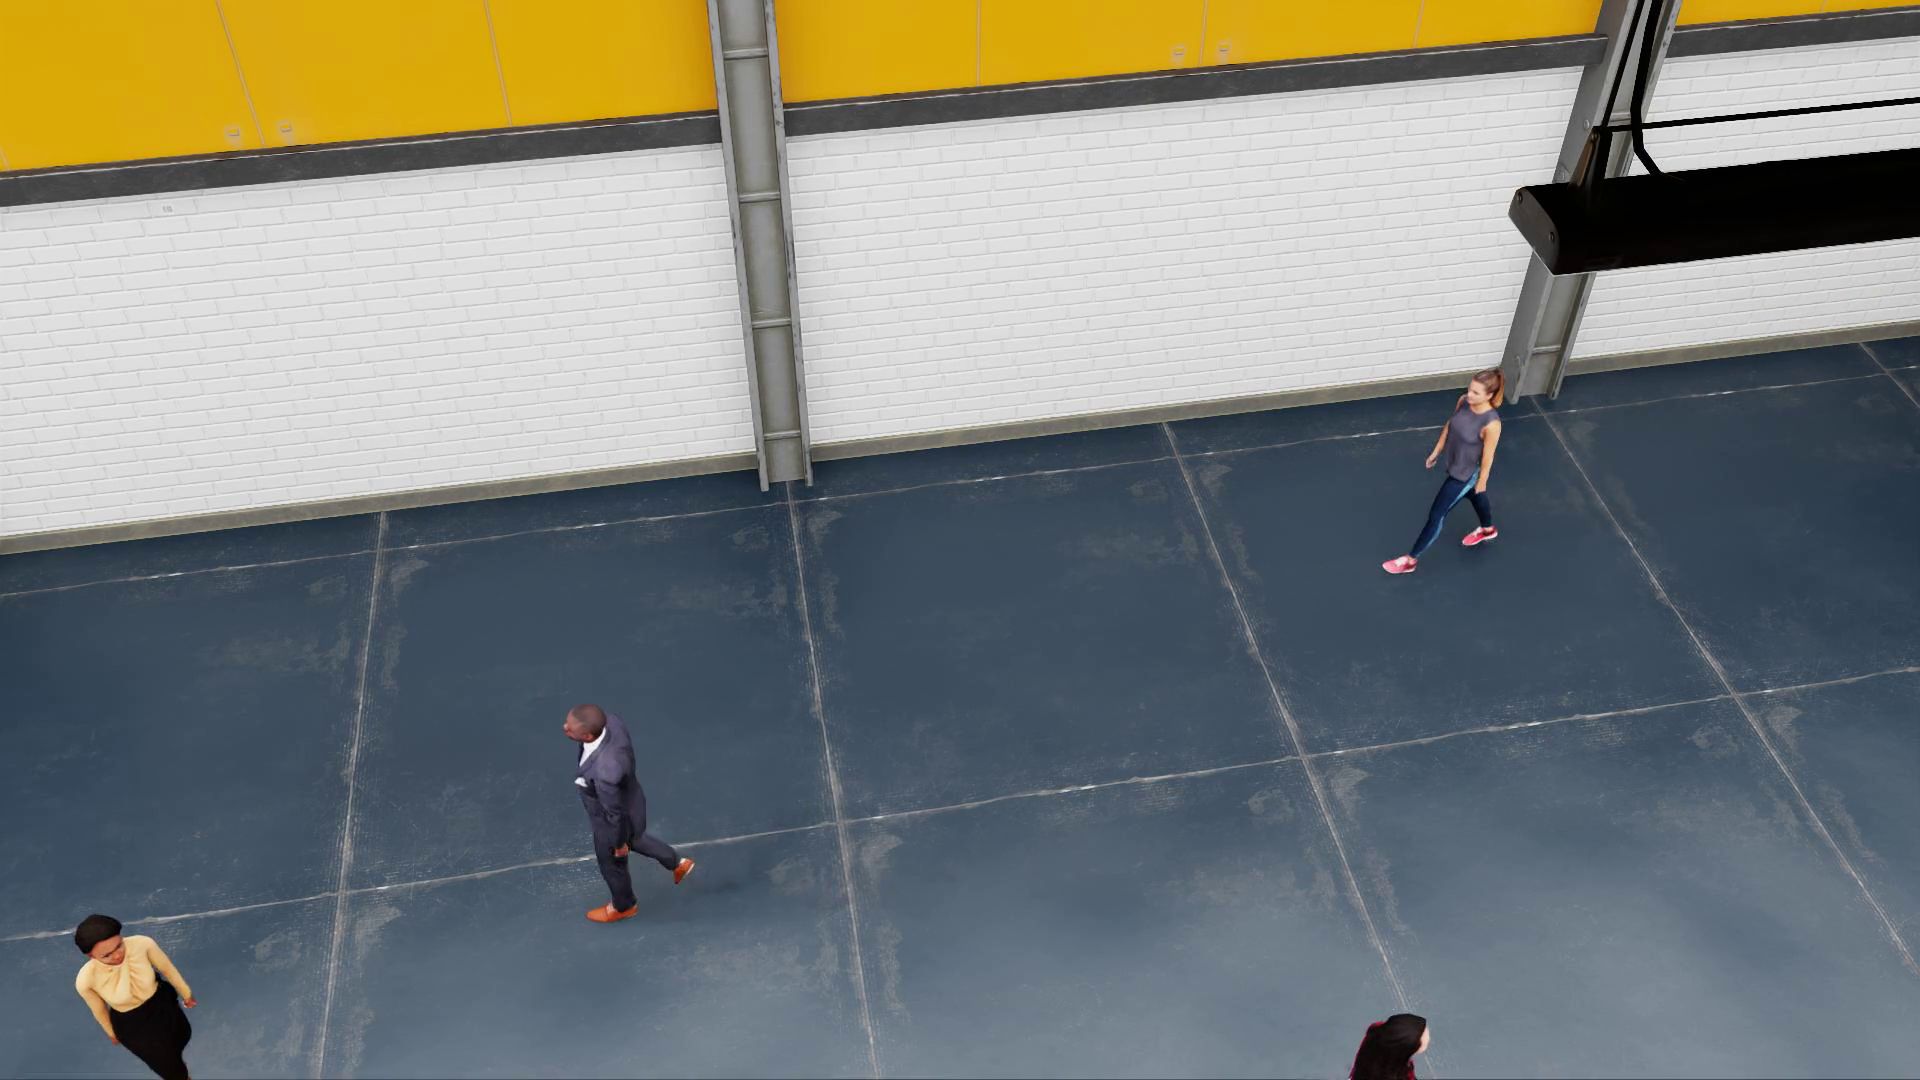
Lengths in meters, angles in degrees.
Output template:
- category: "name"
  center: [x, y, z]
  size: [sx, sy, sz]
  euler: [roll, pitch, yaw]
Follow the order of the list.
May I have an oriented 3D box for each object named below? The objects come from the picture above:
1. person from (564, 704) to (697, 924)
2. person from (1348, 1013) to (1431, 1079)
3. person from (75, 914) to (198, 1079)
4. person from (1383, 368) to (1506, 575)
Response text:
- category: "person"
  center: [-1.844, 1.508, 9.268]
  size: [0.899, 1.805, 0.719]
  euler: [-4, 44, -4]
- category: "person"
  center: [1.899, 2.799, 8.051]
  size: [1.063, 1.614, 0.651]
  euler: [-4, 44, -4]
- category: "person"
  center: [-4.177, 2.377, 8.485]
  size: [1.015, 1.626, 1.007]
  euler: [30, 51, 28]
- category: "person"
  center: [3.547, -0.502, 11.473]
  size: [1.197, 1.673, 0.627]
  euler: [-11, 45, -12]
